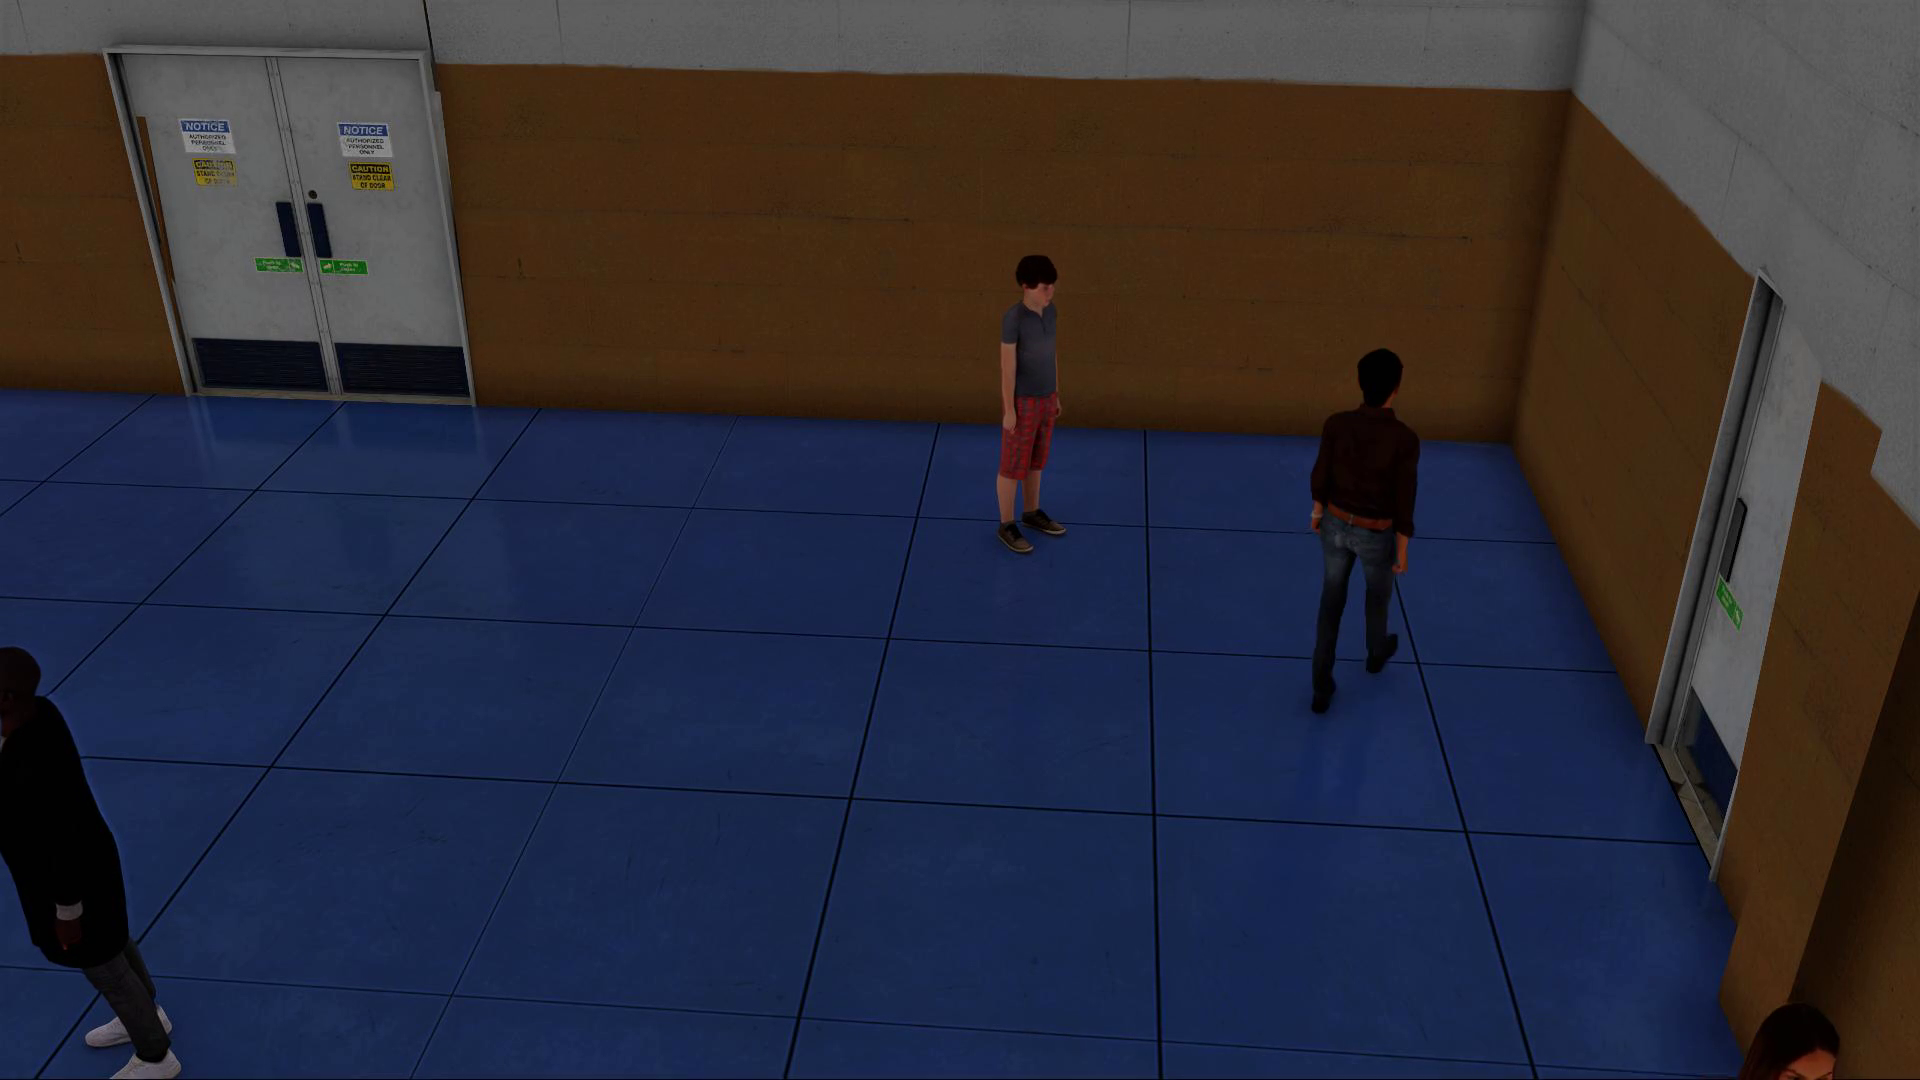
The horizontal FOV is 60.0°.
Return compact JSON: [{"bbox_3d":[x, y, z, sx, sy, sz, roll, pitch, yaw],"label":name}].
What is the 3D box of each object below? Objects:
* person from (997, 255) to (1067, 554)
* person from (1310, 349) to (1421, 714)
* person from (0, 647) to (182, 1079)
[{"bbox_3d":[0.373,-0.764,9.094,0.723,1.651,0.644,25,37,37],"label":"person"},{"bbox_3d":[1.785,0.009,7.579,0.919,1.760,1.052,16,33,27],"label":"person"},{"bbox_3d":[-2.951,1.110,5.563,0.793,1.760,0.678,-14,31,-23],"label":"person"}]
